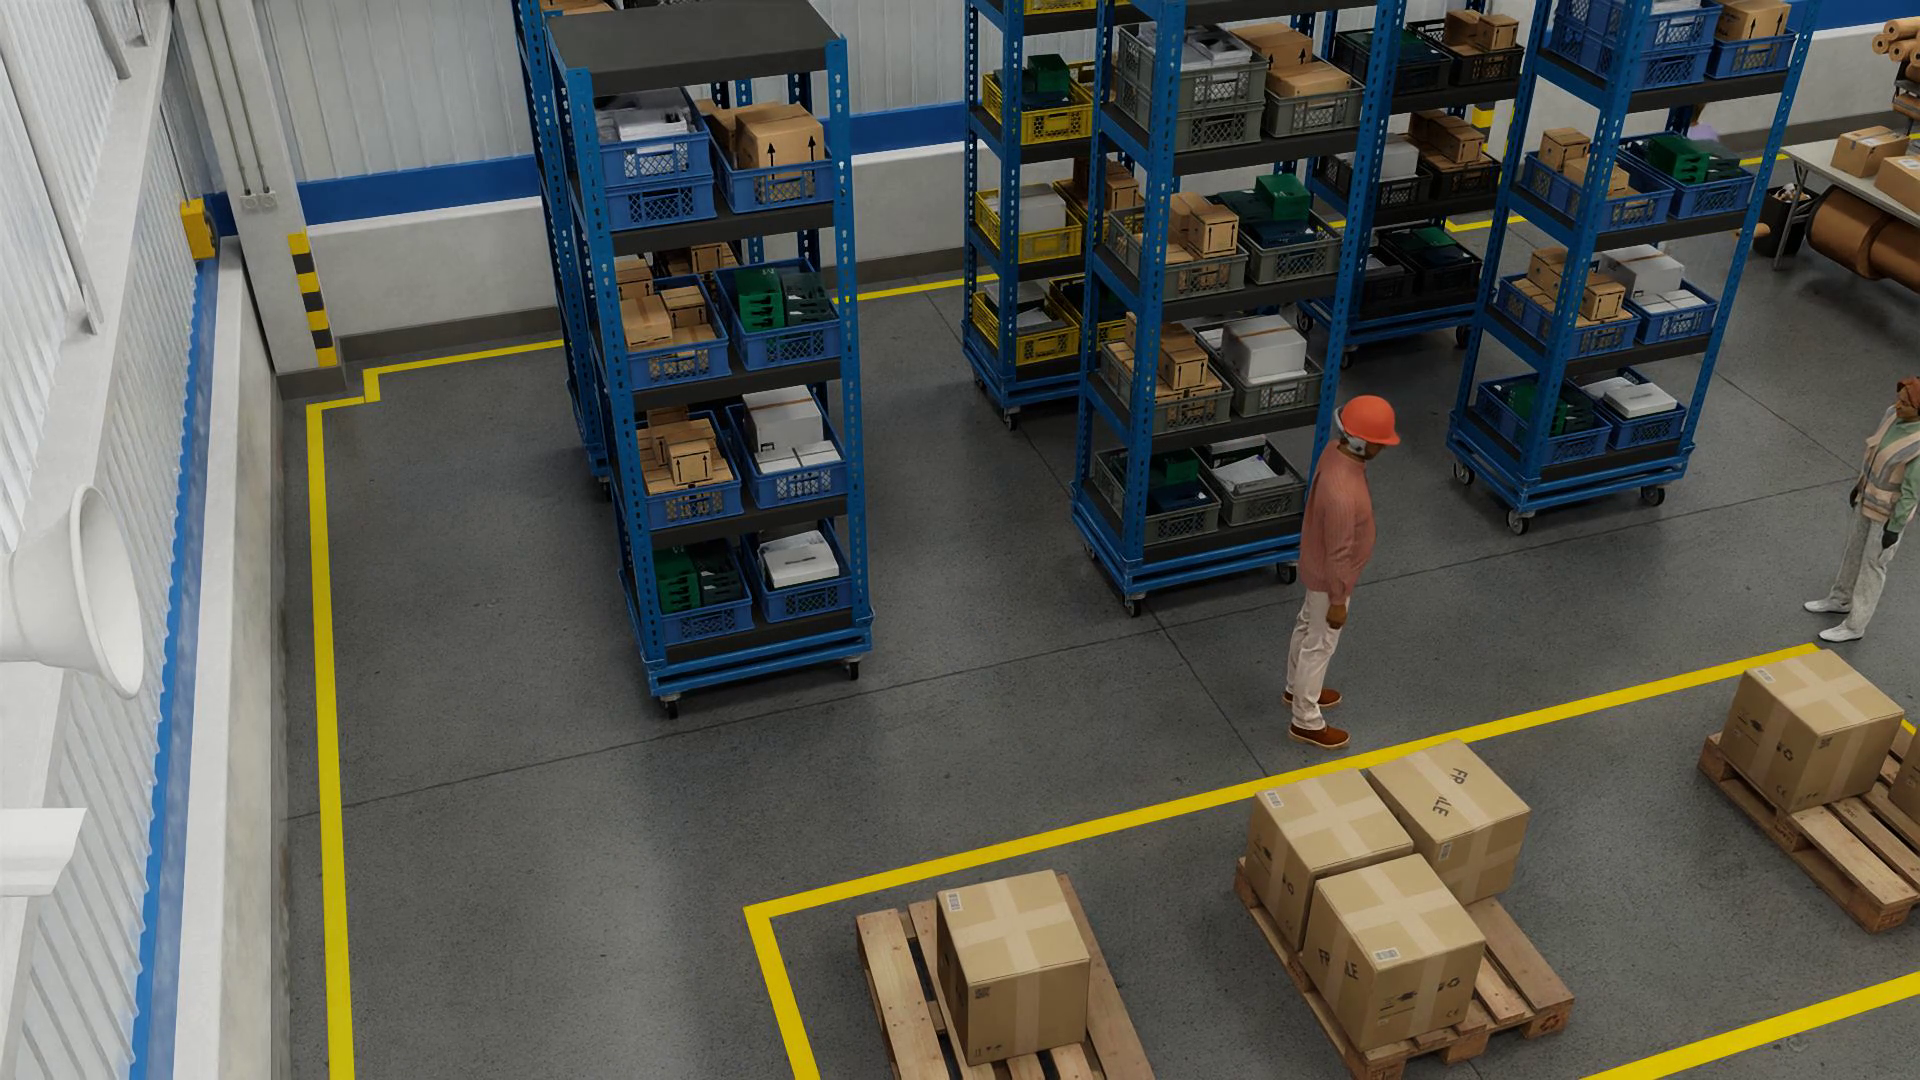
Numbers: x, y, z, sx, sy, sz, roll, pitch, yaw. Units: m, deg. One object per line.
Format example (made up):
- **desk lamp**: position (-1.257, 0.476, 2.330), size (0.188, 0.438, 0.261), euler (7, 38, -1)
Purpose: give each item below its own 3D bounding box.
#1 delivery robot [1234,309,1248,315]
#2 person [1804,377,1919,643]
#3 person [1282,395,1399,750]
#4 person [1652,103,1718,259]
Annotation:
- **delivery robot**: position (2.252, -2.022, 12.575), size (0.477, 0.478, 0.707), euler (29, 44, 35)
- **person**: position (5.043, -0.172, 9.104), size (0.313, 1.634, 0.514), euler (2, 35, 3)
- **person**: position (1.885, 0.152, 8.339), size (0.391, 1.986, 0.609), euler (3, 35, 5)
- **person**: position (5.007, -2.300, 11.856), size (0.634, 1.938, 0.356), euler (-24, 42, -30)
